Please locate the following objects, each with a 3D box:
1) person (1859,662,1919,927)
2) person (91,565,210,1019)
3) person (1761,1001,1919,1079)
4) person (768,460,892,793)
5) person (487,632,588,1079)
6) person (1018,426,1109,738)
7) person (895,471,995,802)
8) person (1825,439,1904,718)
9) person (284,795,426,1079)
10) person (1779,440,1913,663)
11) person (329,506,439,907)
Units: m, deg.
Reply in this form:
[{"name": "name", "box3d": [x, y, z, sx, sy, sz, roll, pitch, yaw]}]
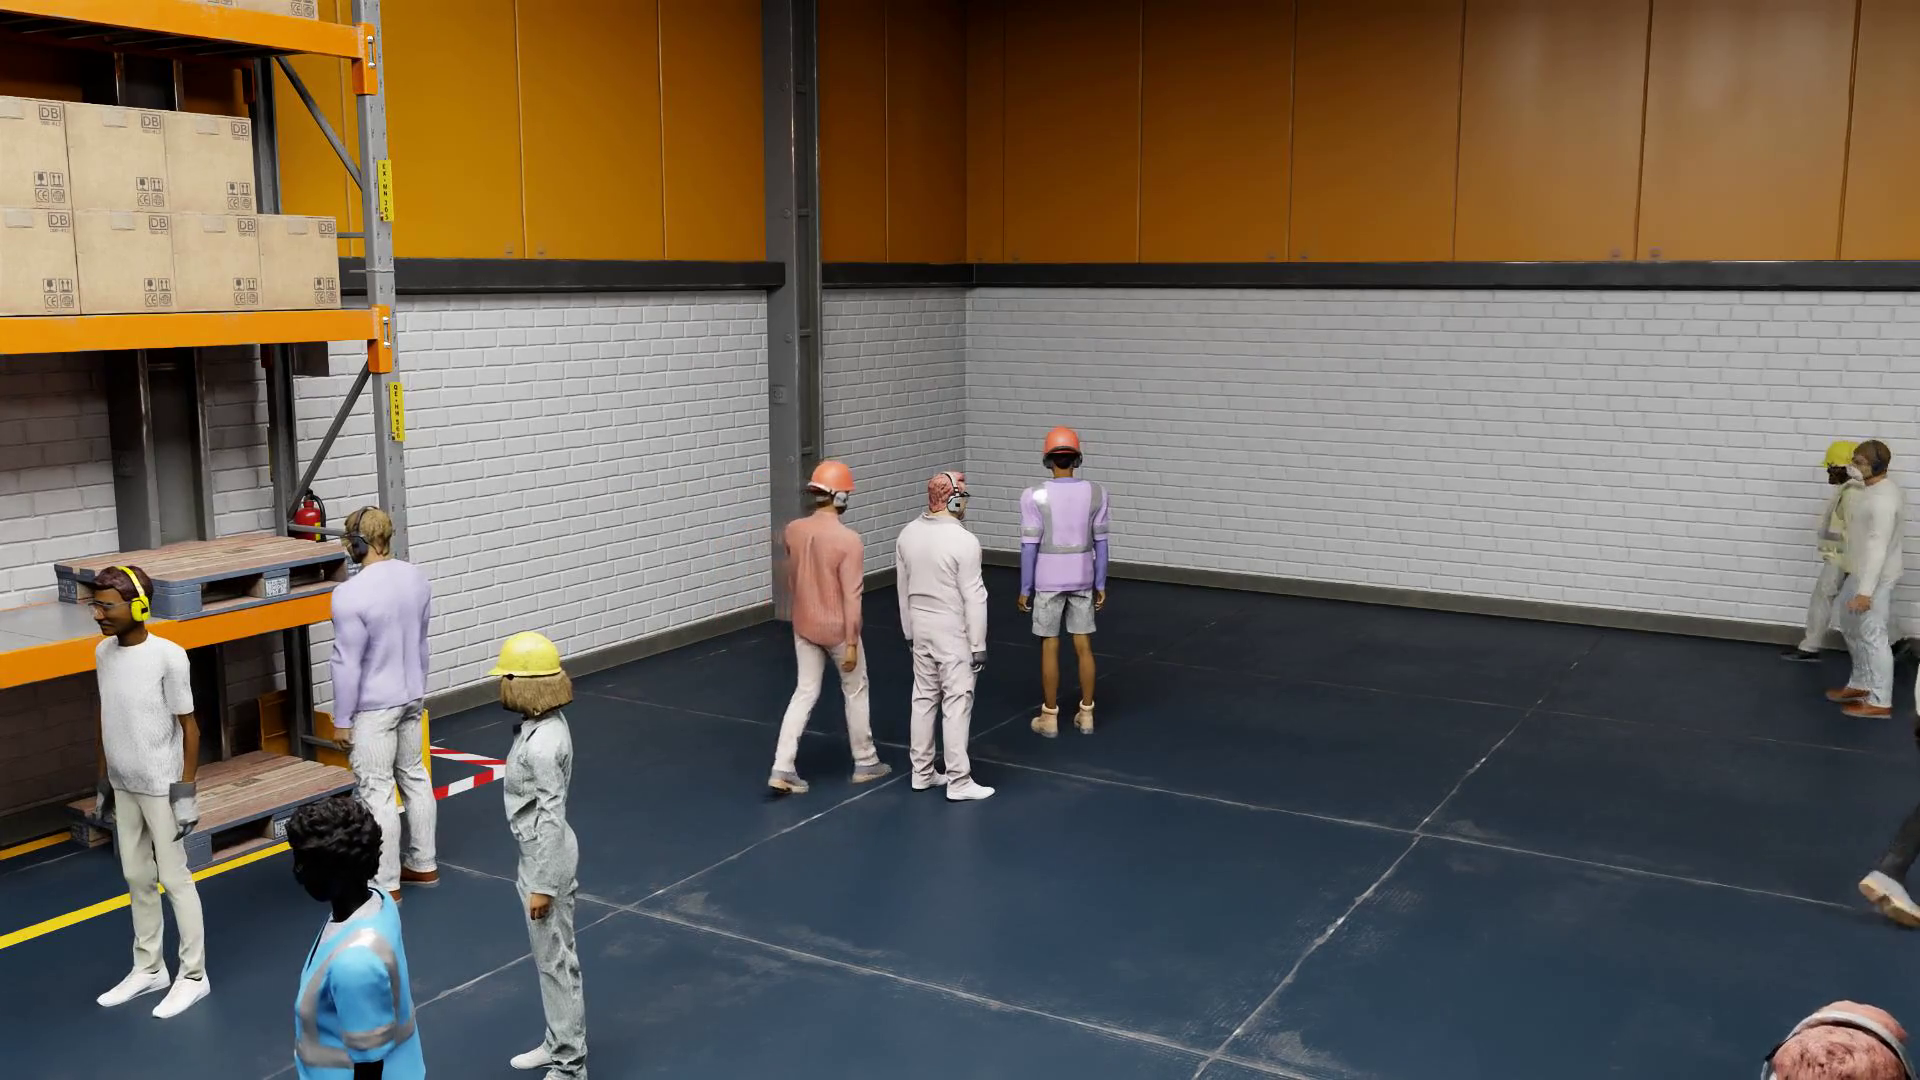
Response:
[{"name": "person", "box3d": [4.650, 0.840, 7.704, 0.911, 1.950, 0.623, -4, 10, -23]}, {"name": "person", "box3d": [-3.334, 1.018, 6.802, 0.534, 1.868, 0.309, 4, 10, 23]}, {"name": "person", "box3d": [1.359, 1.665, 2.680, 0.634, 1.900, 0.398, 7, 12, 38]}, {"name": "person", "box3d": [-0.796, 0.521, 9.713, 0.623, 1.974, 0.925, 6, 11, 35]}, {"name": "person", "box3d": [-1.549, 1.193, 6.102, 0.297, 1.743, 0.493, -2, 9, -15]}, {"name": "person", "box3d": [0.667, 0.272, 10.923, 0.613, 2.039, 0.393, -3, 9, -16]}, {"name": "person", "box3d": [-0.068, 0.551, 9.599, 0.409, 1.907, 0.651, -9, 13, -44]}, {"name": "person", "box3d": [6.239, 0.271, 11.385, 0.397, 1.919, 0.703, 4, 10, 21]}, {"name": "person", "box3d": [-1.574, 1.493, 4.385, 0.320, 1.692, 0.531, -3, 10, -18]}, {"name": "person", "box3d": [6.857, 0.112, 12.750, 0.861, 1.780, 0.652, 6, 11, 33]}, {"name": "person", "box3d": [-2.768, 0.796, 7.997, 0.358, 1.935, 0.630, 3, 10, 19]}]
